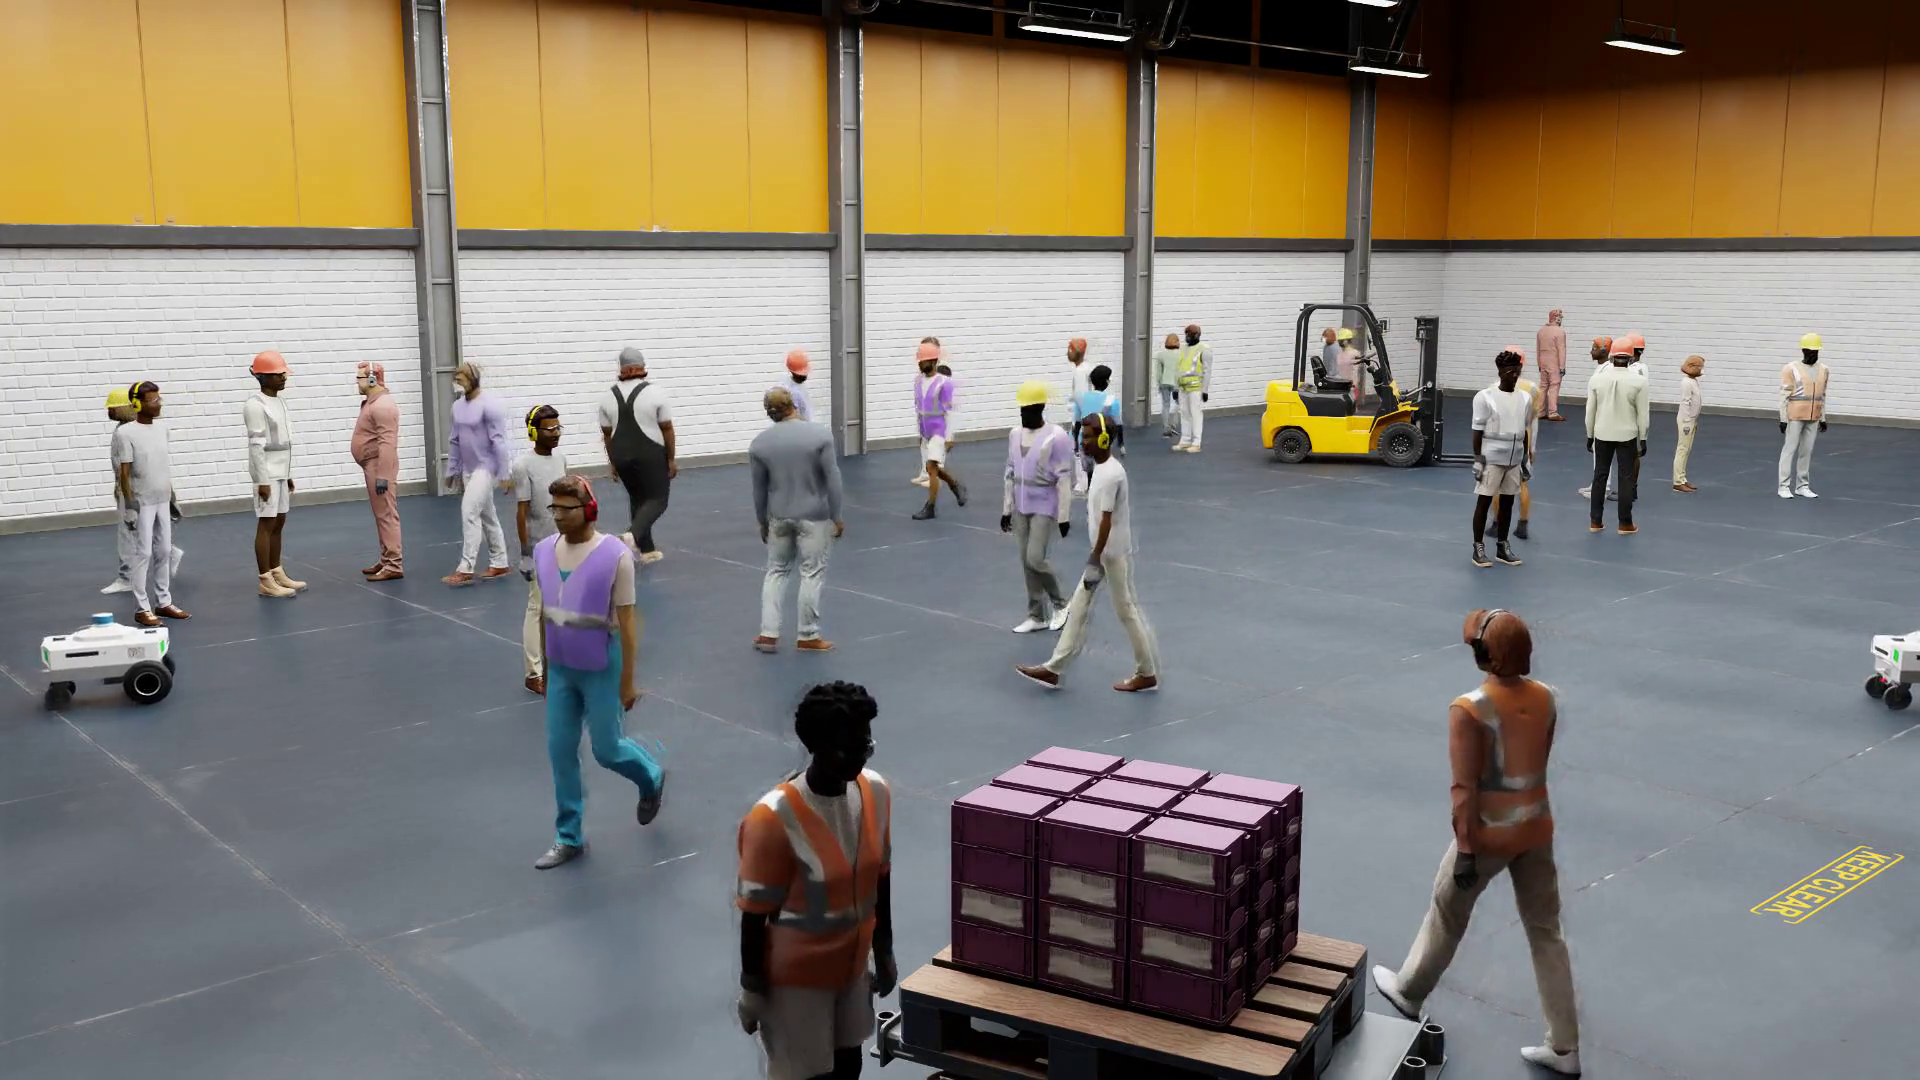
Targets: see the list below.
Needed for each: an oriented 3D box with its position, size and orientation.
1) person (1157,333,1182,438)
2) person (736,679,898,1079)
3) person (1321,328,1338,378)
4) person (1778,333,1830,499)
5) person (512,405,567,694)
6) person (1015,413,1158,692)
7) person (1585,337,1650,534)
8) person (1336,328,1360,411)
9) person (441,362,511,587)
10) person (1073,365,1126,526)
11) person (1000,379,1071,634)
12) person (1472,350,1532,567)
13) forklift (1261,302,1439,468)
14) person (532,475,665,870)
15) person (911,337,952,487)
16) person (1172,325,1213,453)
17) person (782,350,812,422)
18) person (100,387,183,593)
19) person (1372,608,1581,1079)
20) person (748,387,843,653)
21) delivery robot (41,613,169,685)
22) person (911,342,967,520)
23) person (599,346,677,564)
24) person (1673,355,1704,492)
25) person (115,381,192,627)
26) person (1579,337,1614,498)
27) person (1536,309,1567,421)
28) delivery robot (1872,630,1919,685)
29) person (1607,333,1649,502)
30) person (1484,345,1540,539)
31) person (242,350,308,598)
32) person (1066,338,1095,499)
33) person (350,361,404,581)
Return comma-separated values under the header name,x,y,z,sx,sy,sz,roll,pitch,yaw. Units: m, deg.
name,x,y,z,sx,sy,sz,roll,pitch,yaw
person,3.299,-2.398,25.834,0.528,1.616,0.423,6,11,32
person,-0.437,1.186,4.690,0.487,1.676,0.542,8,12,38
person,6.336,-2.816,28.386,0.806,1.585,0.505,-3,10,-19
person,9.831,-1.438,19.344,0.606,1.924,0.380,-2,10,-11
person,-2.658,0.056,10.757,0.316,1.870,0.532,4,10,22
person,0.848,0.105,10.638,0.966,1.808,0.549,-1,10,-5
person,6.669,-1.055,16.885,0.622,1.996,0.368,7,12,37
person,5.889,-2.328,25.081,0.746,1.741,0.518,-6,11,-32
person,-4.225,-0.555,14.214,0.667,1.904,0.852,9,13,43
person,1.508,-0.999,17.477,0.552,1.671,0.684,7,12,36
person,0.550,-0.238,12.342,0.407,1.910,0.600,-7,12,-37
person,4.925,-0.738,15.121,0.601,1.967,0.367,-3,10,-17
forklift,5.320,-2.157,22.763,2.313,2.155,1.214,3,10,16
person,-1.715,0.584,7.807,0.575,1.824,0.712,5,11,27
person,-0.344,-1.567,20.378,0.428,1.834,0.642,-5,11,-25
person,3.318,-2.169,23.932,0.429,1.839,0.667,-7,12,-35
person,-1.645,-0.998,16.916,0.372,1.888,0.702,0,10,3
person,-6.977,-0.439,14.061,0.663,1.724,0.516,-7,12,-37
person,1.874,1.030,5.867,0.552,1.586,0.874,-5,11,-29
person,-1.180,-0.117,11.743,0.702,1.899,0.387,3,10,18
delivery robot,-5.401,0.706,10.523,0.707,0.478,0.477,-4,11,-22
person,-0.216,-1.188,17.947,0.801,1.910,0.555,-9,13,-44
person,-2.921,-0.753,14.993,0.698,2.000,0.789,4,10,20
person,8.749,-1.397,19.952,0.287,1.633,0.497,6,11,32
person,-6.179,-0.281,12.733,0.314,1.868,0.536,3,10,17
person,7.470,-1.426,19.389,0.337,1.882,0.584,2,10,12
person,10.175,-2.997,28.524,0.408,1.906,0.652,-3,10,-19
delivery robot,6.115,0.729,10.390,0.707,0.478,0.477,1,10,5
person,7.691,-1.407,19.122,0.355,1.938,0.545,6,11,32
person,5.482,-0.976,16.607,0.551,1.935,0.378,-1,10,-7
person,-5.672,-0.548,13.784,0.391,2.045,0.608,0,10,-1
person,1.422,-1.401,19.287,0.442,1.869,0.598,1,10,6
person,-5.083,-0.600,14.491,0.407,1.906,0.654,-4,11,-23
